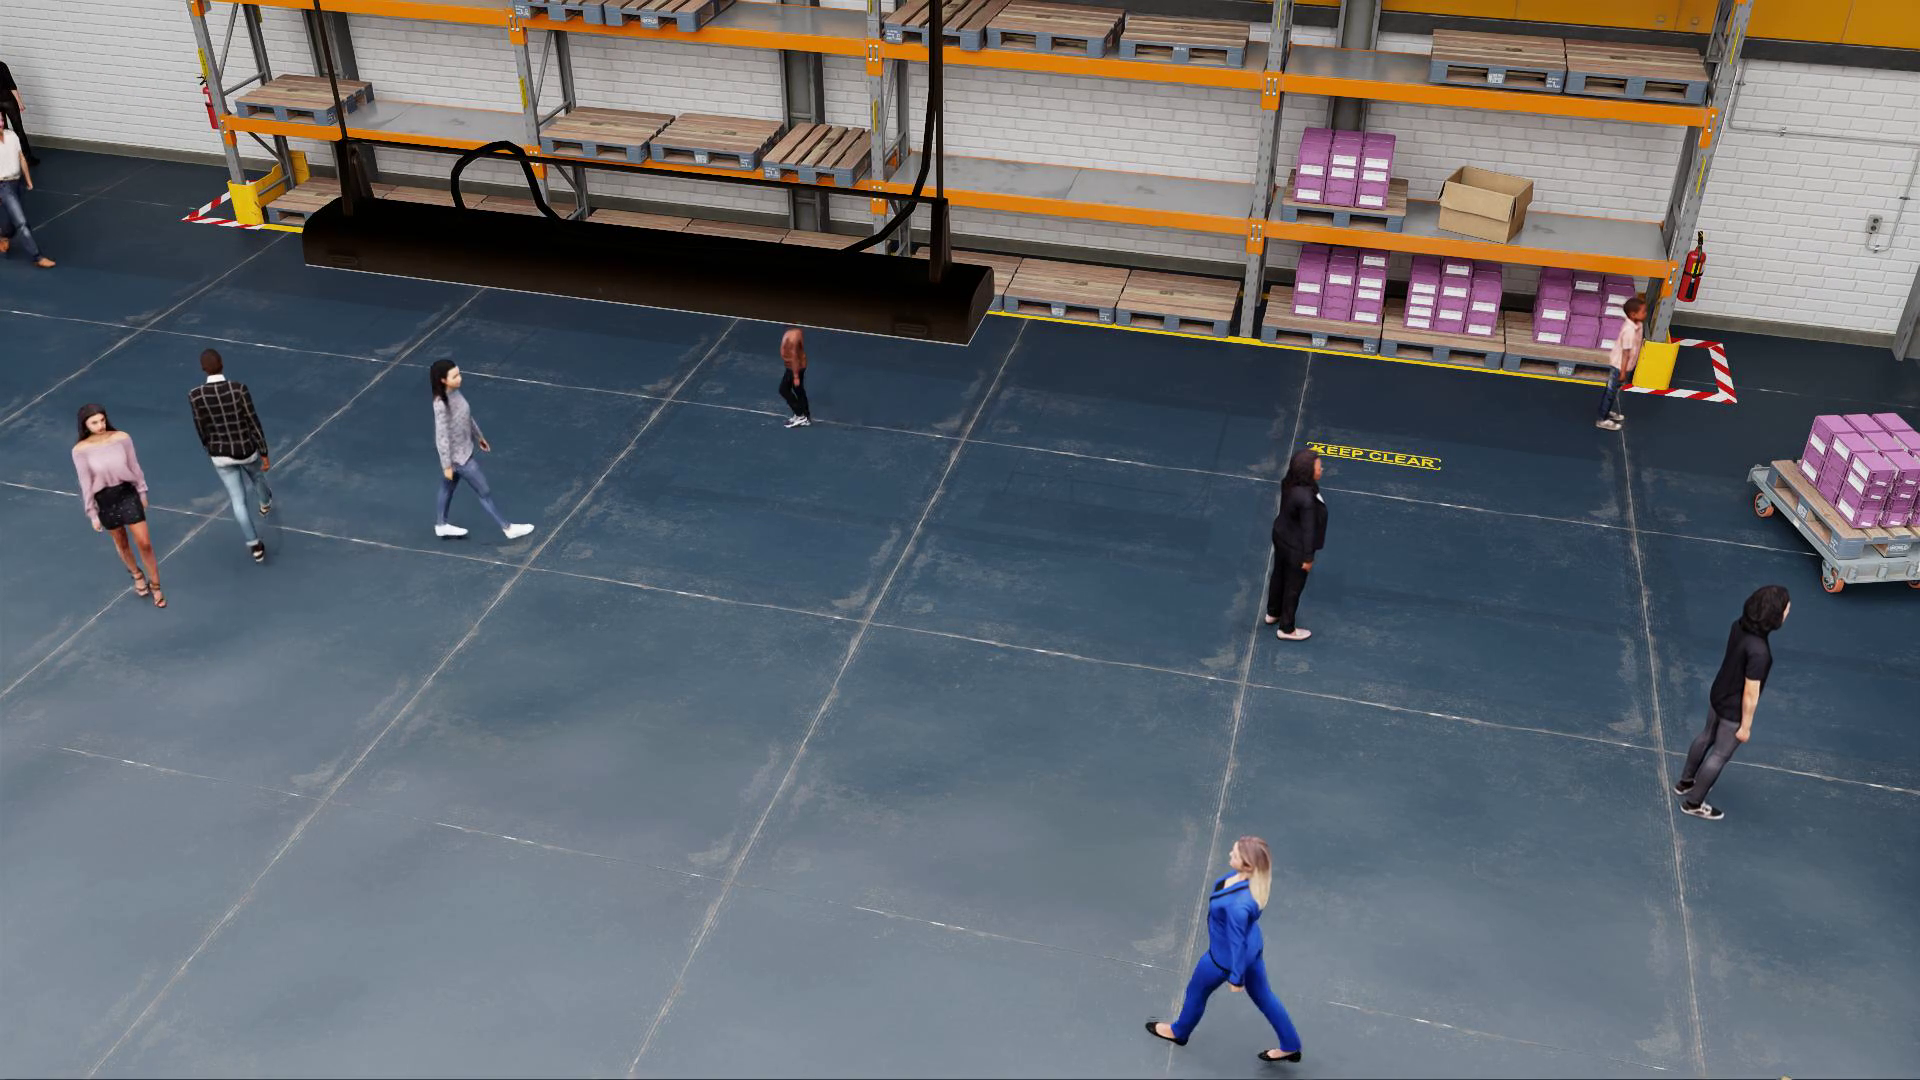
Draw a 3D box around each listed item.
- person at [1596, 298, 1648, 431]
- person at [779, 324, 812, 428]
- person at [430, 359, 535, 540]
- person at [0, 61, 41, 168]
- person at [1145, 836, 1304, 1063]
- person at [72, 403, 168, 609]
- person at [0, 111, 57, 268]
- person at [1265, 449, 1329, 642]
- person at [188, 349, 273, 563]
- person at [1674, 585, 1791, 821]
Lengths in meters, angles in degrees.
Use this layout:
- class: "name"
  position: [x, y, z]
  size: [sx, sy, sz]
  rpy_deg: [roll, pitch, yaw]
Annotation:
- class: "person"
  position: [6.186, -1.671, 15.573]
  size: [0.506, 1.308, 0.504]
  rpy_deg: [13, 36, 18]
- class: "person"
  position: [-1.475, -1.619, 15.553]
  size: [0.568, 1.244, 0.577]
  rpy_deg: [0, 34, -1]
- class: "person"
  position: [-4.261, -0.718, 13.791]
  size: [1.171, 1.694, 0.870]
  rpy_deg: [-2, 34, -3]
- class: "person"
  position: [-12.145, -5.539, 21.092]
  size: [0.592, 1.641, 0.719]
  rpy_deg: [-6, 34, -9]
- class: "person"
  position: [1.633, 2.324, 9.247]
  size: [1.167, 1.657, 0.736]
  rpy_deg: [13, 36, 18]
- class: "person"
  position: [-6.651, -0.306, 13.083]
  size: [0.842, 1.792, 0.904]
  rpy_deg: [-20, 38, -27]
- class: "person"
  position: [-10.676, -3.945, 18.541]
  size: [1.219, 1.809, 0.864]
  rpy_deg: [20, 38, 27]
- class: "person"
  position: [2.559, 0.025, 12.744]
  size: [0.778, 1.616, 0.757]
  rpy_deg: [-7, 34, -11]
- class: "person"
  position: [-5.941, -0.647, 13.617]
  size: [1.208, 1.769, 1.176]
  rpy_deg: [-12, 35, -17]
- class: "person"
  position: [5.109, 1.052, 11.006]
  size: [0.590, 1.828, 0.668]
  rpy_deg: [3, 34, 5]
